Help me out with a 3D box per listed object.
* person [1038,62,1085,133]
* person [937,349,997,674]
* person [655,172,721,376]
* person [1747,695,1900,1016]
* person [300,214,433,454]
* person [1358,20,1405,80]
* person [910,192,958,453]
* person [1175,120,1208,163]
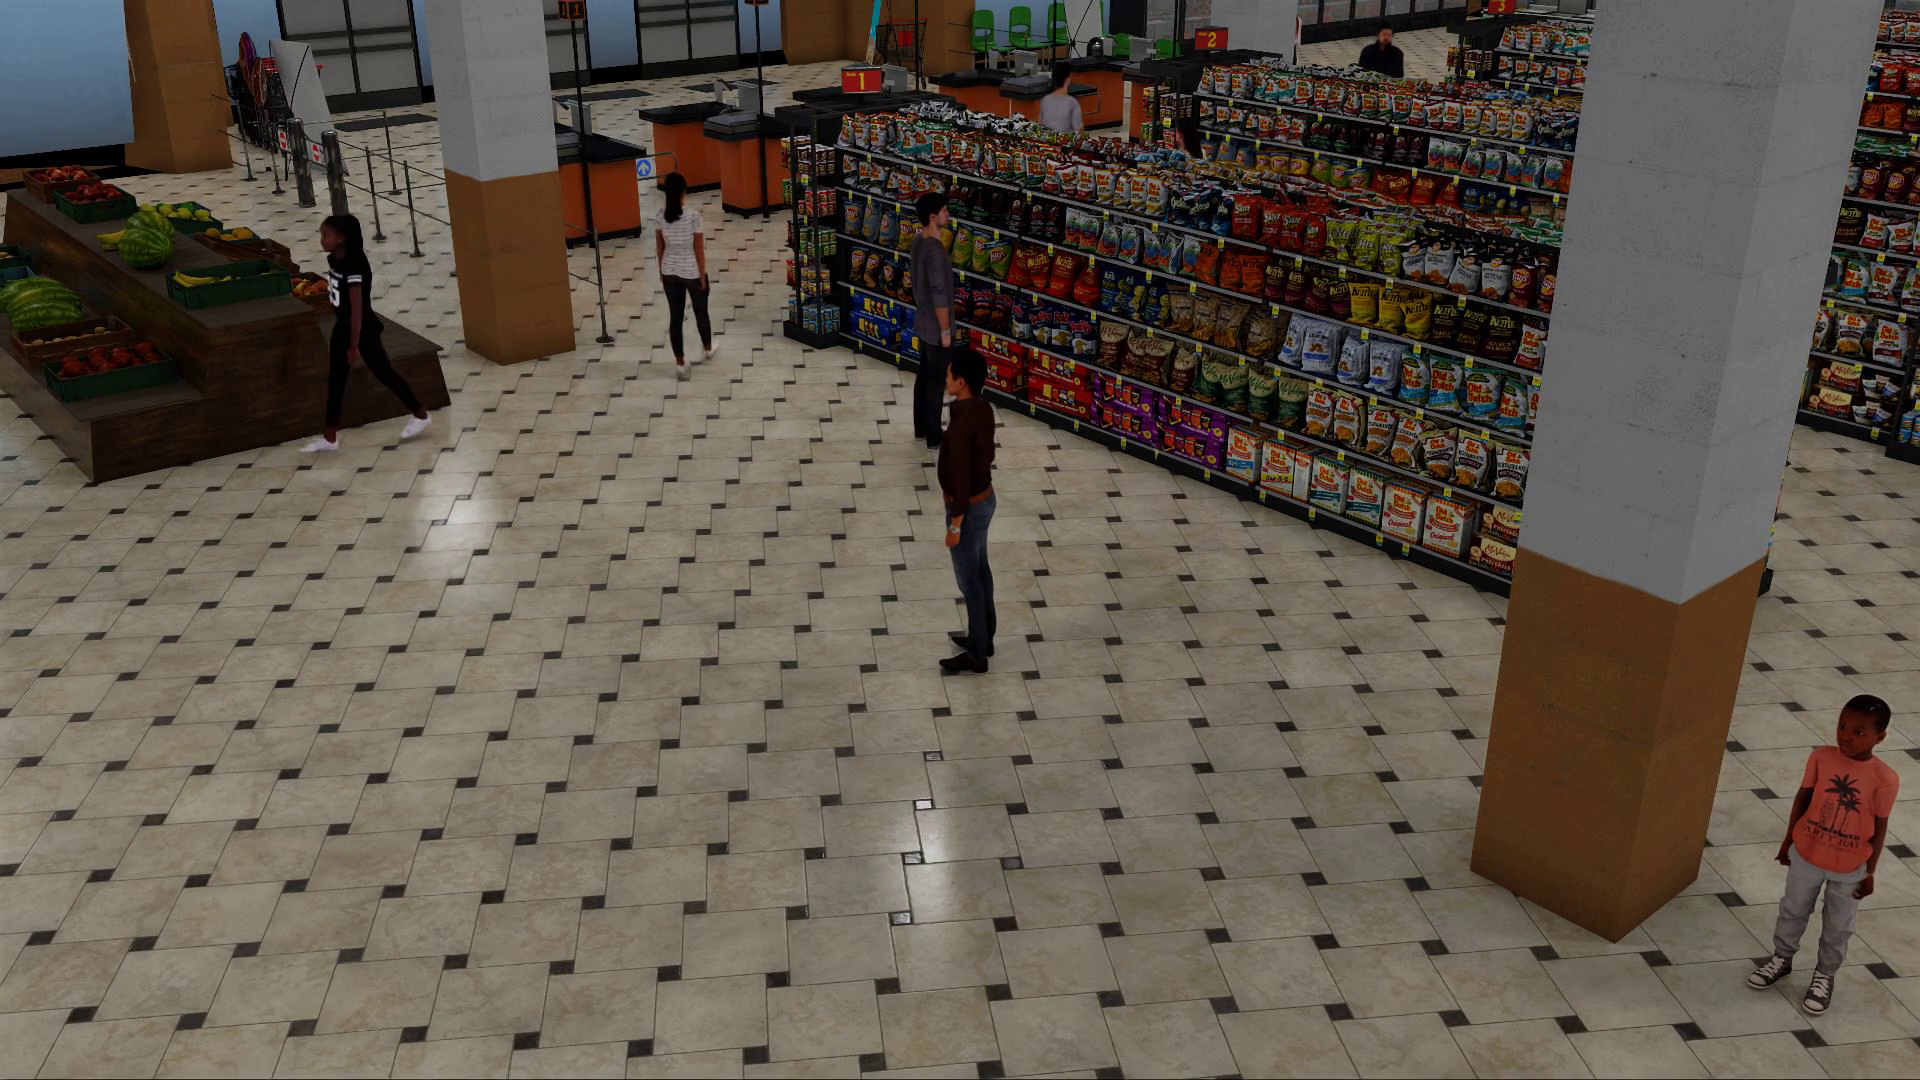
[{"bbox_3d":[0.996,-4.072,17.640,0.796,1.871,0.818,19,30,36],"label":"person"},{"bbox_3d":[0.059,-0.150,8.792,0.719,1.779,0.719,7,25,15],"label":"person"},{"bbox_3d":[-2.281,-2.137,13.538,0.955,1.615,0.987,4,24,9],"label":"person"},{"bbox_3d":[3.329,1.179,6.340,0.562,1.310,0.412,-21,31,-39],"label":"person"},{"bbox_3d":[-4.226,-1.461,11.912,1.162,1.679,0.751,21,31,40],"label":"person"},{"bbox_3d":[5.410,-5.780,21.565,1.020,1.853,1.079,4,24,9],"label":"person"},{"bbox_3d":[-0.195,-1.565,11.932,0.798,1.854,0.616,-8,25,-18],"label":"person"},{"bbox_3d":[2.186,-3.162,15.911,0.645,1.590,1.081,-17,29,-34],"label":"person"}]
